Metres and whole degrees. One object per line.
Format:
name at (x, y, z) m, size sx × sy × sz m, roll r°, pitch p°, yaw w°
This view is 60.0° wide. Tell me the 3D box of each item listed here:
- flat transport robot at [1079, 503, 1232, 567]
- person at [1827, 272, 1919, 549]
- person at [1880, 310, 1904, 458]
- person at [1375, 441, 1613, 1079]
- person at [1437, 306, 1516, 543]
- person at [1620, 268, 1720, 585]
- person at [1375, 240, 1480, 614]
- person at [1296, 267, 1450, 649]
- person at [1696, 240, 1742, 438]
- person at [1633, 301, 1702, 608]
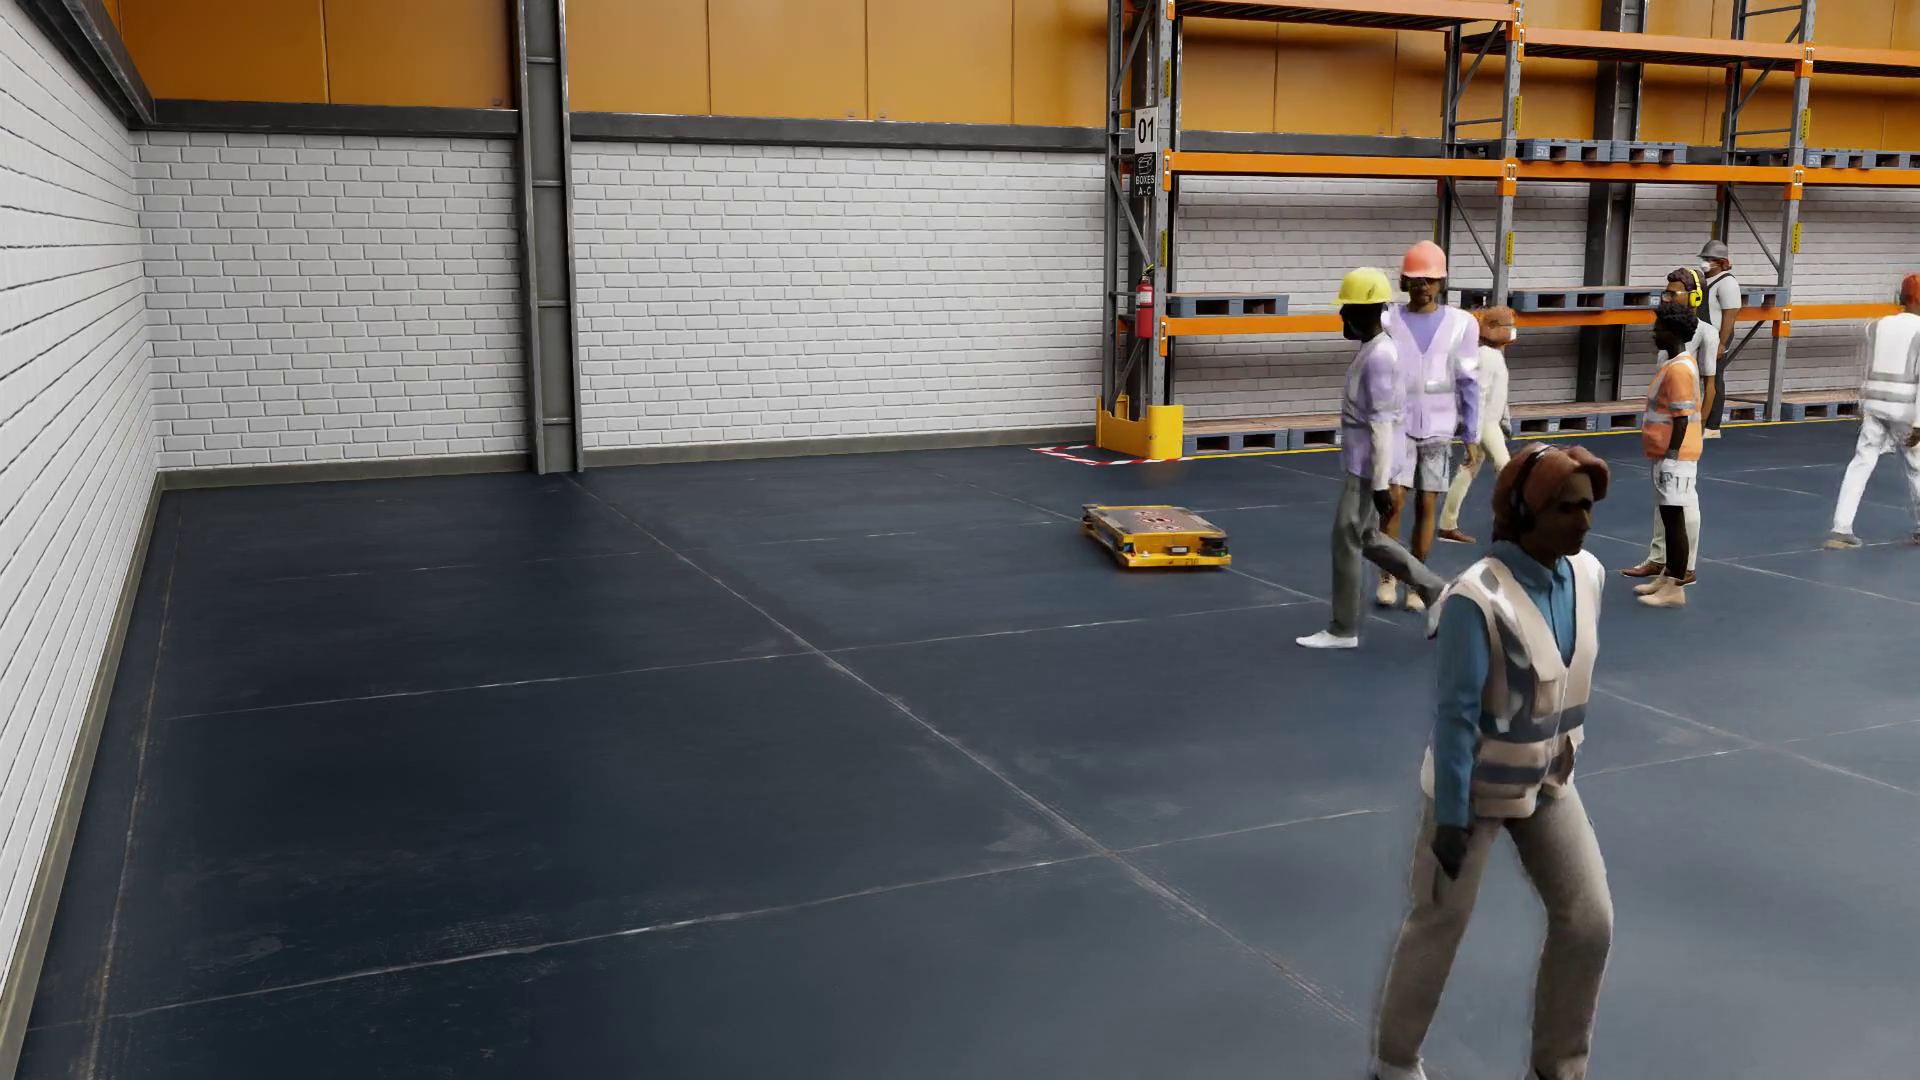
flat transport robot at (1.248, -0.048, 10.858) m, size 0.652 × 0.197 × 1.431 m, roll -1°, pitch 10°, yaw -8°
person at (6.182, -0.841, 10.962) m, size 1.017 × 1.829 × 0.577 m, roll -5°, pitch 11°, yaw -26°
person at (8.926, -1.593, 15.652) m, size 0.309 × 1.641 × 0.513 m, roll -5°, pitch 11°, yaw -24°
person at (1.215, 0.575, 3.700) m, size 0.523 × 1.597 × 0.642 m, roll -7°, pitch 12°, yaw -33°
person at (3.589, -0.740, 11.010) m, size 0.825 × 1.585 × 0.523 m, roll 4°, pitch 11°, yaw 22°
person at (4.216, -0.660, 9.813) m, size 0.328 × 1.872 × 0.512 m, roll -2°, pitch 10°, yaw -12°
person at (2.489, -0.593, 9.014) m, size 0.610 × 2.028 × 0.454 m, roll 2°, pitch 10°, yaw 9°
person at (2.083, -0.382, 8.175) m, size 0.702 × 1.905 × 0.597 m, roll 3°, pitch 11°, yaw 17°
person at (7.698, -2.075, 17.221) m, size 0.538 × 2.000 × 0.688 m, roll -1°, pitch 10°, yaw -5°
person at (3.943, -0.468, 9.237) m, size 0.317 × 1.691 × 0.540 m, roll 4°, pitch 11°, yaw 21°
